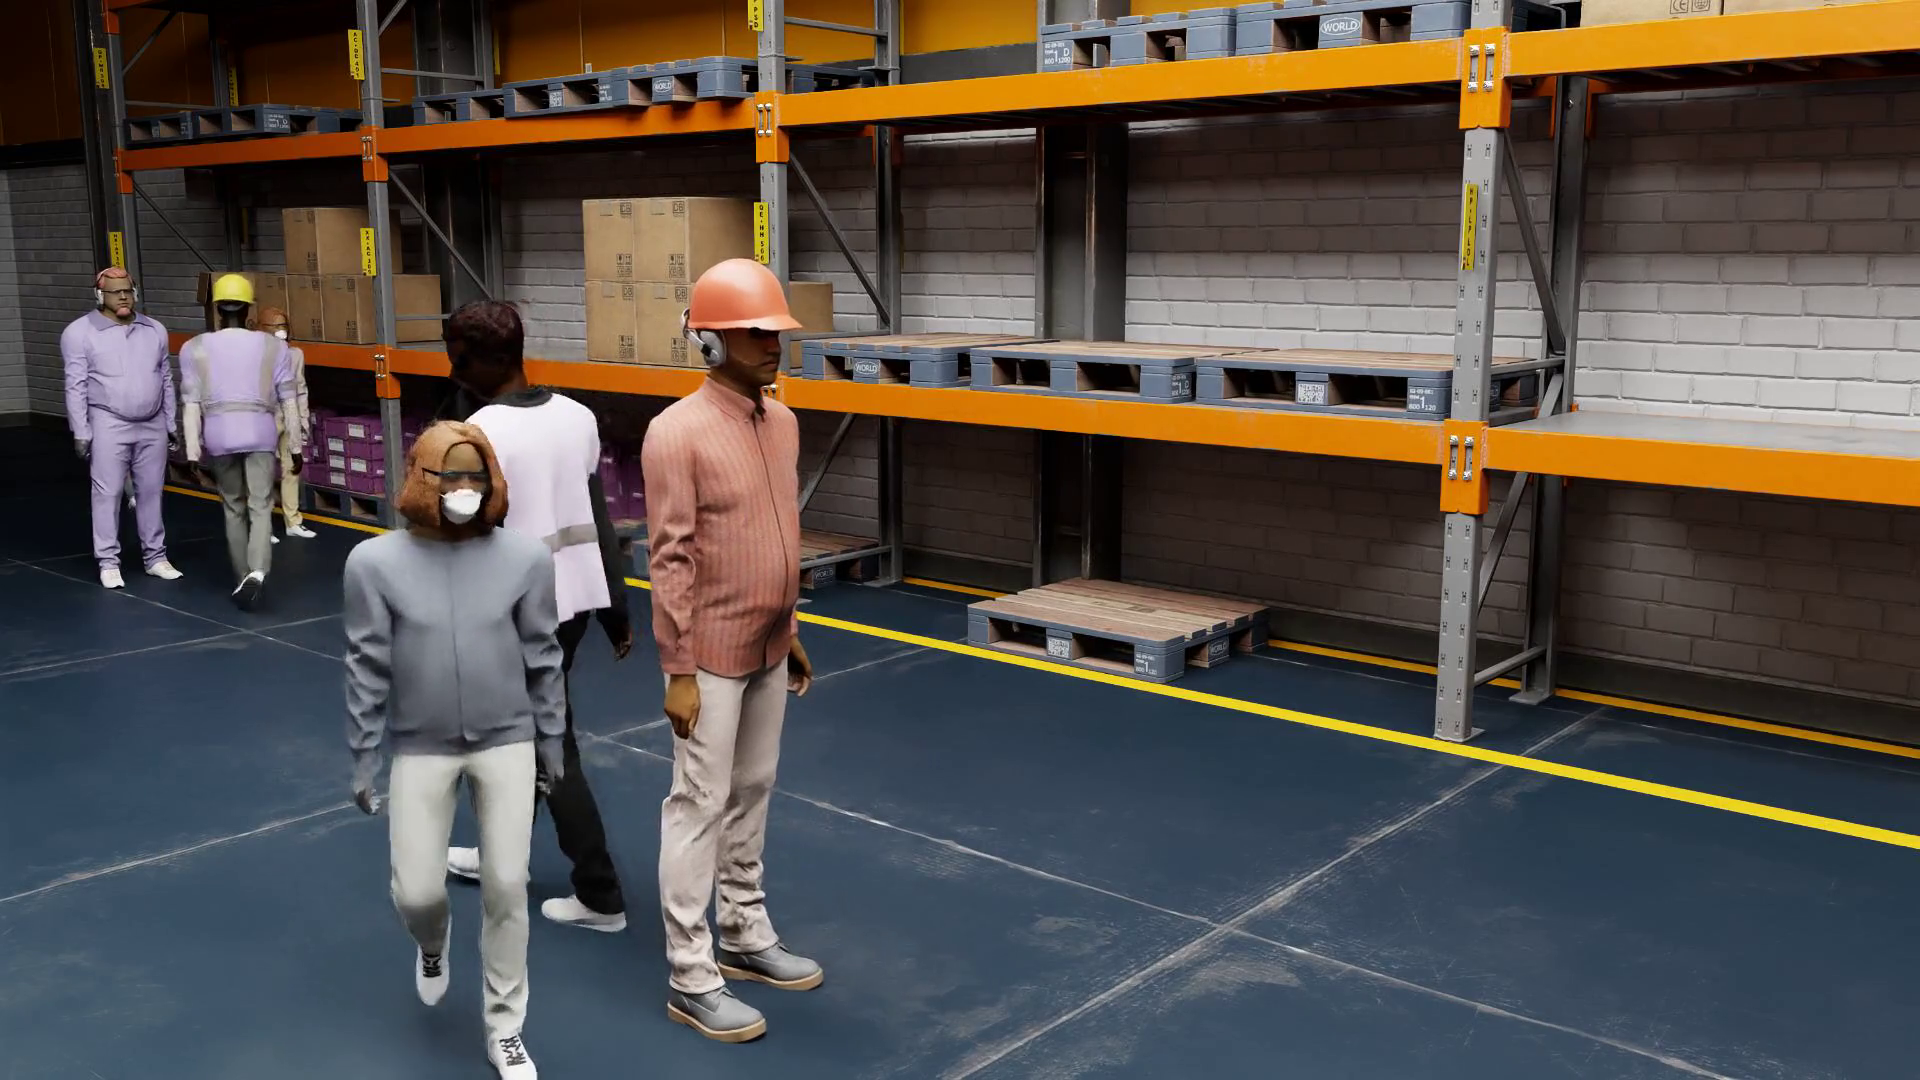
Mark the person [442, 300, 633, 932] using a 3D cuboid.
[{"bbox_3d":[-1.364,0.230,4.962,0.882,1.867,0.638,4,11,23],"label":"person"}]

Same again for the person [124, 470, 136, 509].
[{"bbox_3d":[-6.584,-1.048,13.062,0.508,1.571,0.926,-7,12,-33],"label":"person"}]

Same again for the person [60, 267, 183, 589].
[{"bbox_3d":[-4.994,-0.672,9.989,0.405,1.906,0.653,7,12,36],"label":"person"}]

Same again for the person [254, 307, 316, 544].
[{"bbox_3d":[-4.709,-0.789,11.465,0.284,1.626,0.493,6,12,31],"label":"person"}]

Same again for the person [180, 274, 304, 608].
[{"bbox_3d":[-4.056,-0.554,9.408,0.617,1.889,0.867,-3,10,-16],"label":"person"}]

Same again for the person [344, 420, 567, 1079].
[{"bbox_3d":[-1.226,0.505,4.078,0.517,1.616,0.521,-4,11,-23],"label":"person"}]

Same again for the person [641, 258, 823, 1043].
[{"bbox_3d":[-0.575,0.274,4.350,0.394,1.994,0.612,5,11,25],"label":"person"}]
